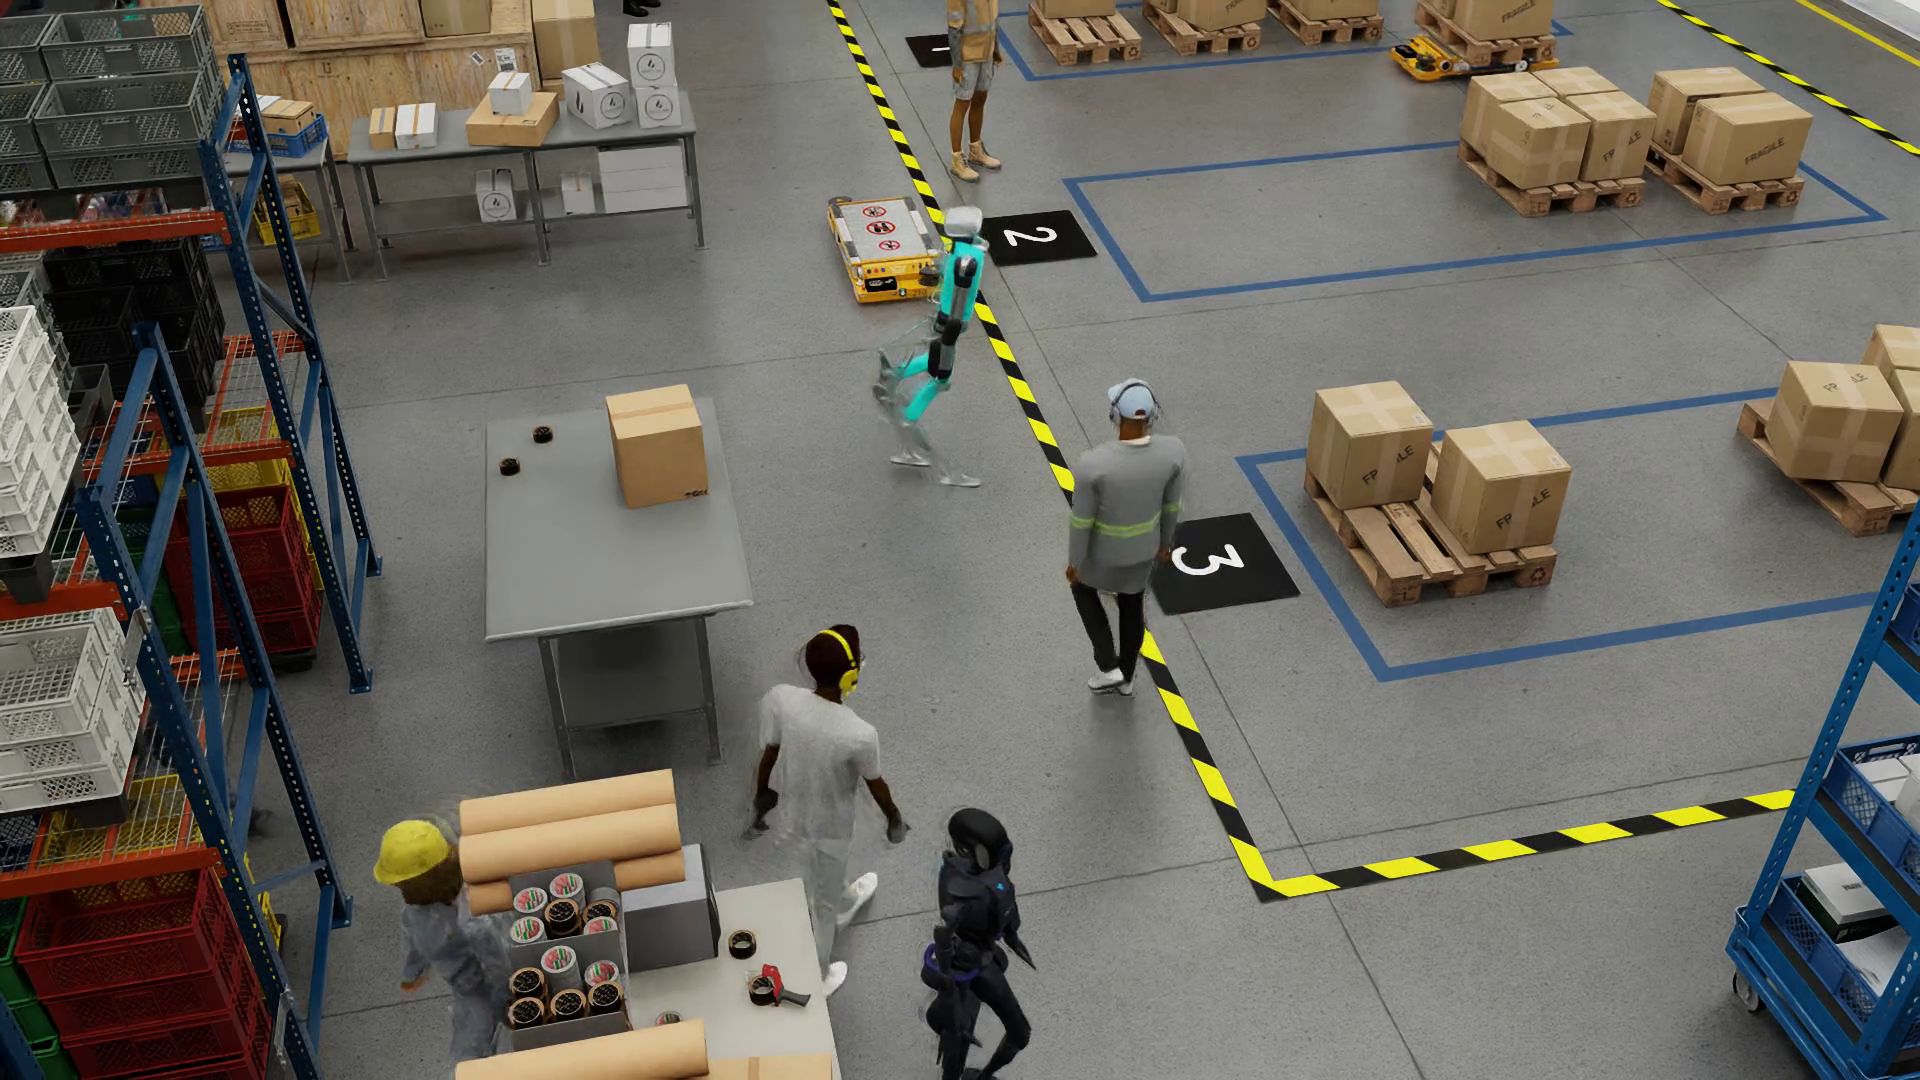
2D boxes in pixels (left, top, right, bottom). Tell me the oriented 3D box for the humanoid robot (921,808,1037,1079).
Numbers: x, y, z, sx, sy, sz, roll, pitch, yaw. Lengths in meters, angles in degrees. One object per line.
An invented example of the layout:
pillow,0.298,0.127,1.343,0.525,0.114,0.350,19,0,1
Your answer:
humanoid robot,0.056,1.624,6.185,0.364,1.649,0.591,17,40,21

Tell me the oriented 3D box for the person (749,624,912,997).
person,-0.505,1.073,6.802,0.589,1.829,0.853,22,42,26

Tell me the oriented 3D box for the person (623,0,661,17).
person,-3.272,-6.211,16.504,0.354,1.936,0.550,11,38,14

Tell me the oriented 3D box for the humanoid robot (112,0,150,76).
humanoid robot,-7.225,-4.528,14.436,0.540,1.774,0.967,1,37,1

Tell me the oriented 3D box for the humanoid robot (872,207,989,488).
humanoid robot,-0.246,-1.122,9.834,0.821,1.770,0.556,2,37,3

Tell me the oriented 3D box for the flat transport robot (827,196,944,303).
flat transport robot,-0.570,-2.220,12.538,0.659,0.231,1.431,-8,37,-10

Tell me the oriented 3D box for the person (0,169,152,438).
person,-5.461,-1.540,10.294,0.654,1.844,1.017,8,37,11

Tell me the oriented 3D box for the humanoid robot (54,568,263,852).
humanoid robot,-3.654,0.787,7.351,0.746,1.639,0.591,-1,37,-1

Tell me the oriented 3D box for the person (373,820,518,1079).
person,-1.877,1.662,6.125,0.922,1.688,0.490,-29,45,-33

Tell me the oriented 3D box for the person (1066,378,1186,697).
person,0.794,0.008,8.229,0.610,1.834,0.423,-12,38,-16

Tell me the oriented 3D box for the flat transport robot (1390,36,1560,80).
flat transport robot,4.876,-4.617,15.735,1.431,0.197,0.652,-8,37,-10

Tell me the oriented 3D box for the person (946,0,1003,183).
person,0.141,-3.901,13.318,0.390,2.037,0.604,26,44,31
